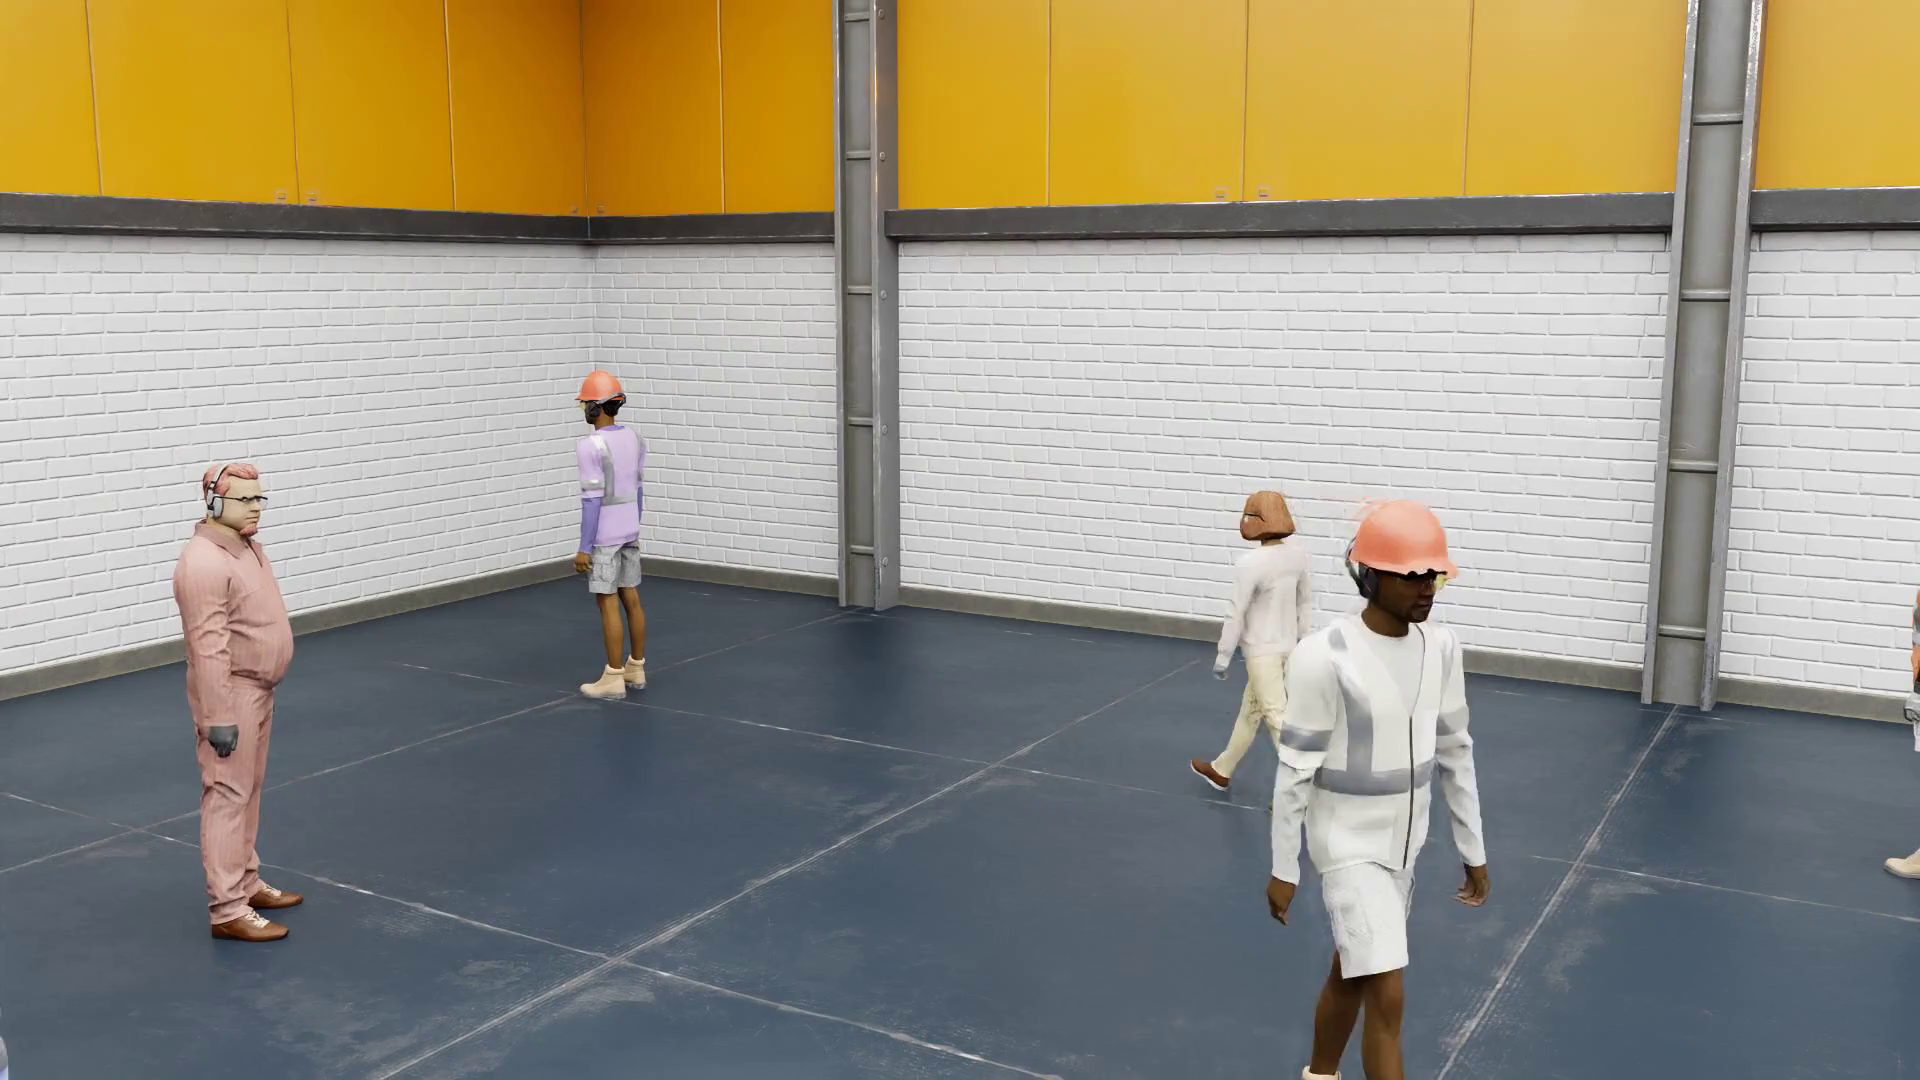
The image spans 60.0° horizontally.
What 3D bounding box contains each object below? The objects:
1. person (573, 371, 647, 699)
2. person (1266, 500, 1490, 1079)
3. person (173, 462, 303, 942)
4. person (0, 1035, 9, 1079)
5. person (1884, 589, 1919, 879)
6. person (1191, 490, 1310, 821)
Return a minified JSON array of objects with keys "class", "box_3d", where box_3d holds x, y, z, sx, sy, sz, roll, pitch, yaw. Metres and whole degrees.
[{"class":"person","box_3d":[-2.203,-0.030,10.397,0.383,2.045,0.605,4,10,23]},{"class":"person","box_3d":[1.273,0.899,4.692,0.644,2.009,0.908,-6,11,-33]},{"class":"person","box_3d":[-2.880,0.635,6.687,0.399,1.905,0.642,-2,9,-10]},{"class":"person","box_3d":[-1.904,1.264,2.787,0.550,1.884,0.988,-3,10,-21]},{"class":"person","box_3d":[4.319,0.648,7.248,0.539,1.696,0.317,-5,10,-30]},{"class":"person","box_3d":[1.461,0.544,8.208,0.519,1.580,0.842,-8,12,-42]}]
